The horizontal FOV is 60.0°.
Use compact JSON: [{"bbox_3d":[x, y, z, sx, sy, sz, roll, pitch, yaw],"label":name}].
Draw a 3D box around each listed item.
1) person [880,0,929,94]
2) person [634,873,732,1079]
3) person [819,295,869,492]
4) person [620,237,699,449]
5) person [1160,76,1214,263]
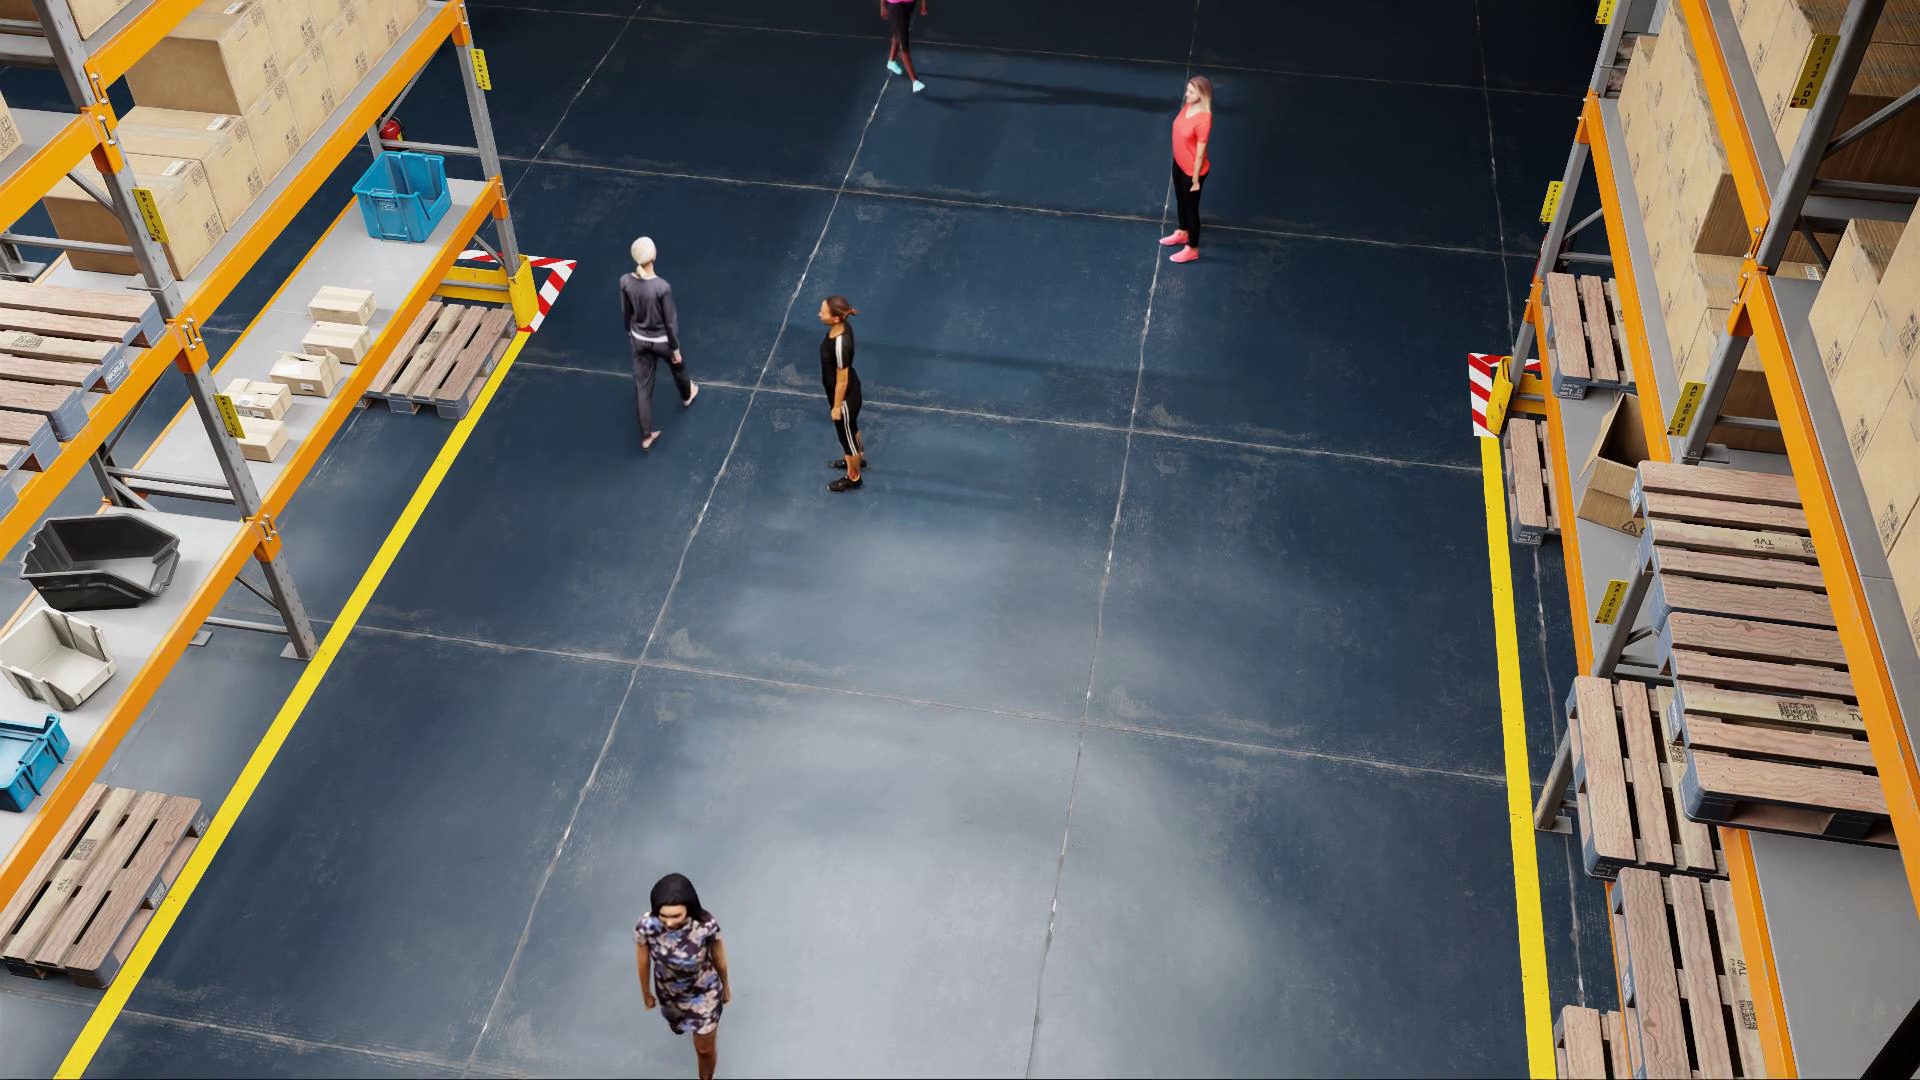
[{"bbox_3d":[-0.619,-5.330,16.404,1.017,1.681,1.117,-23,48,-22],"label":"person"},{"bbox_3d":[-1.371,2.217,8.459,0.719,1.713,1.047,-1,44,-1],"label":"person"},{"bbox_3d":[-0.834,-1.070,11.939,0.700,1.672,0.555,-3,44,-3],"label":"person"},{"bbox_3d":[-2.298,-1.440,12.319,0.658,1.683,1.072,10,44,10],"label":"person"},{"bbox_3d":[1.971,-3.163,14.121,0.726,1.692,0.608,-10,45,-11],"label":"person"}]
